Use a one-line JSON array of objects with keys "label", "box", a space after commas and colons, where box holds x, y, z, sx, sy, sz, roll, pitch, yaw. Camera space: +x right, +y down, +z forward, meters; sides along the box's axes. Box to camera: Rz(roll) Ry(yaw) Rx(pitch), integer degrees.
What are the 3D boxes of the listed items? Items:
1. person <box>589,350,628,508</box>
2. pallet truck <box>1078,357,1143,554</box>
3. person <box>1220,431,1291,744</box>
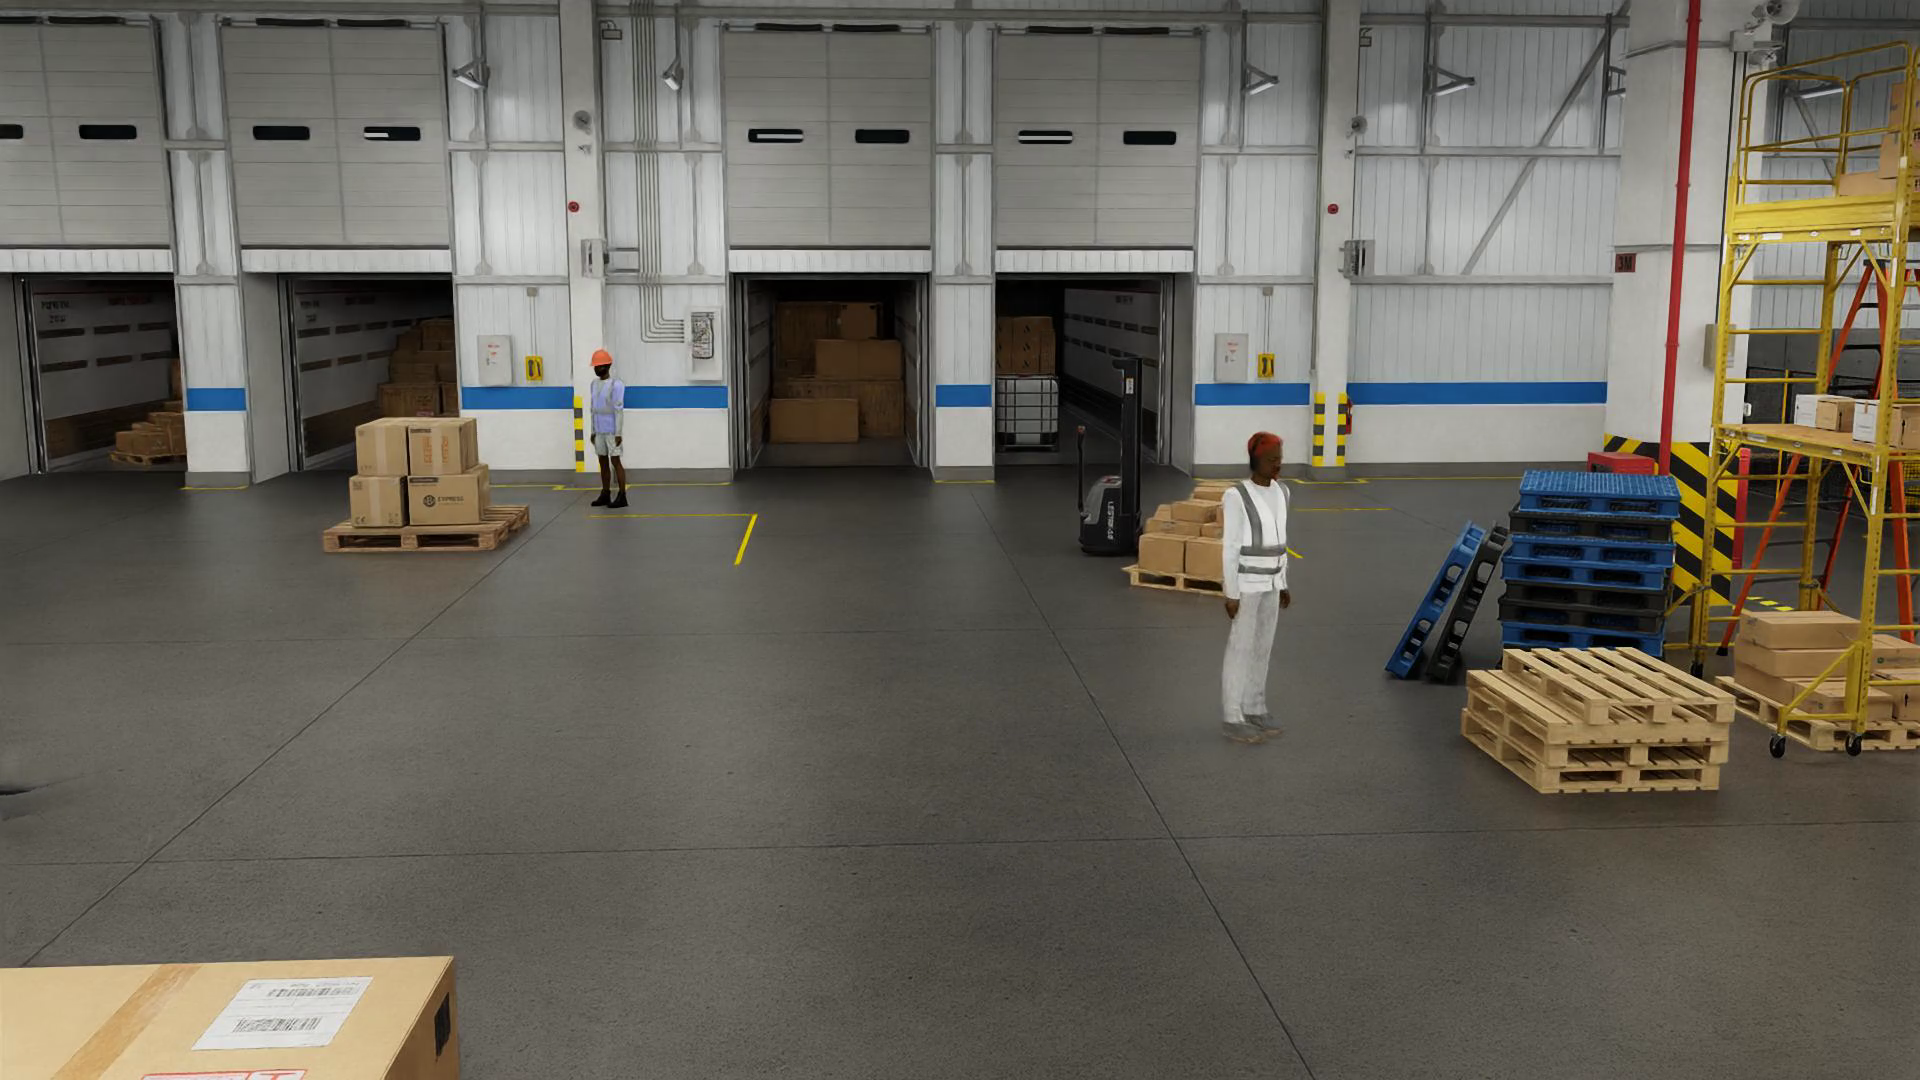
[{"label": "person", "box": [-4.299, -1.343, 20.174, 0.546, 1.927, 0.390, 7, 11, 37]}, {"label": "pallet truck", "box": [2.088, -0.836, 16.757, 1.885, 1.965, 0.823, 2, 9, 13]}, {"label": "person", "box": [1.804, 0.278, 10.114, 0.584, 1.883, 0.337, -9, 12, -43]}]
